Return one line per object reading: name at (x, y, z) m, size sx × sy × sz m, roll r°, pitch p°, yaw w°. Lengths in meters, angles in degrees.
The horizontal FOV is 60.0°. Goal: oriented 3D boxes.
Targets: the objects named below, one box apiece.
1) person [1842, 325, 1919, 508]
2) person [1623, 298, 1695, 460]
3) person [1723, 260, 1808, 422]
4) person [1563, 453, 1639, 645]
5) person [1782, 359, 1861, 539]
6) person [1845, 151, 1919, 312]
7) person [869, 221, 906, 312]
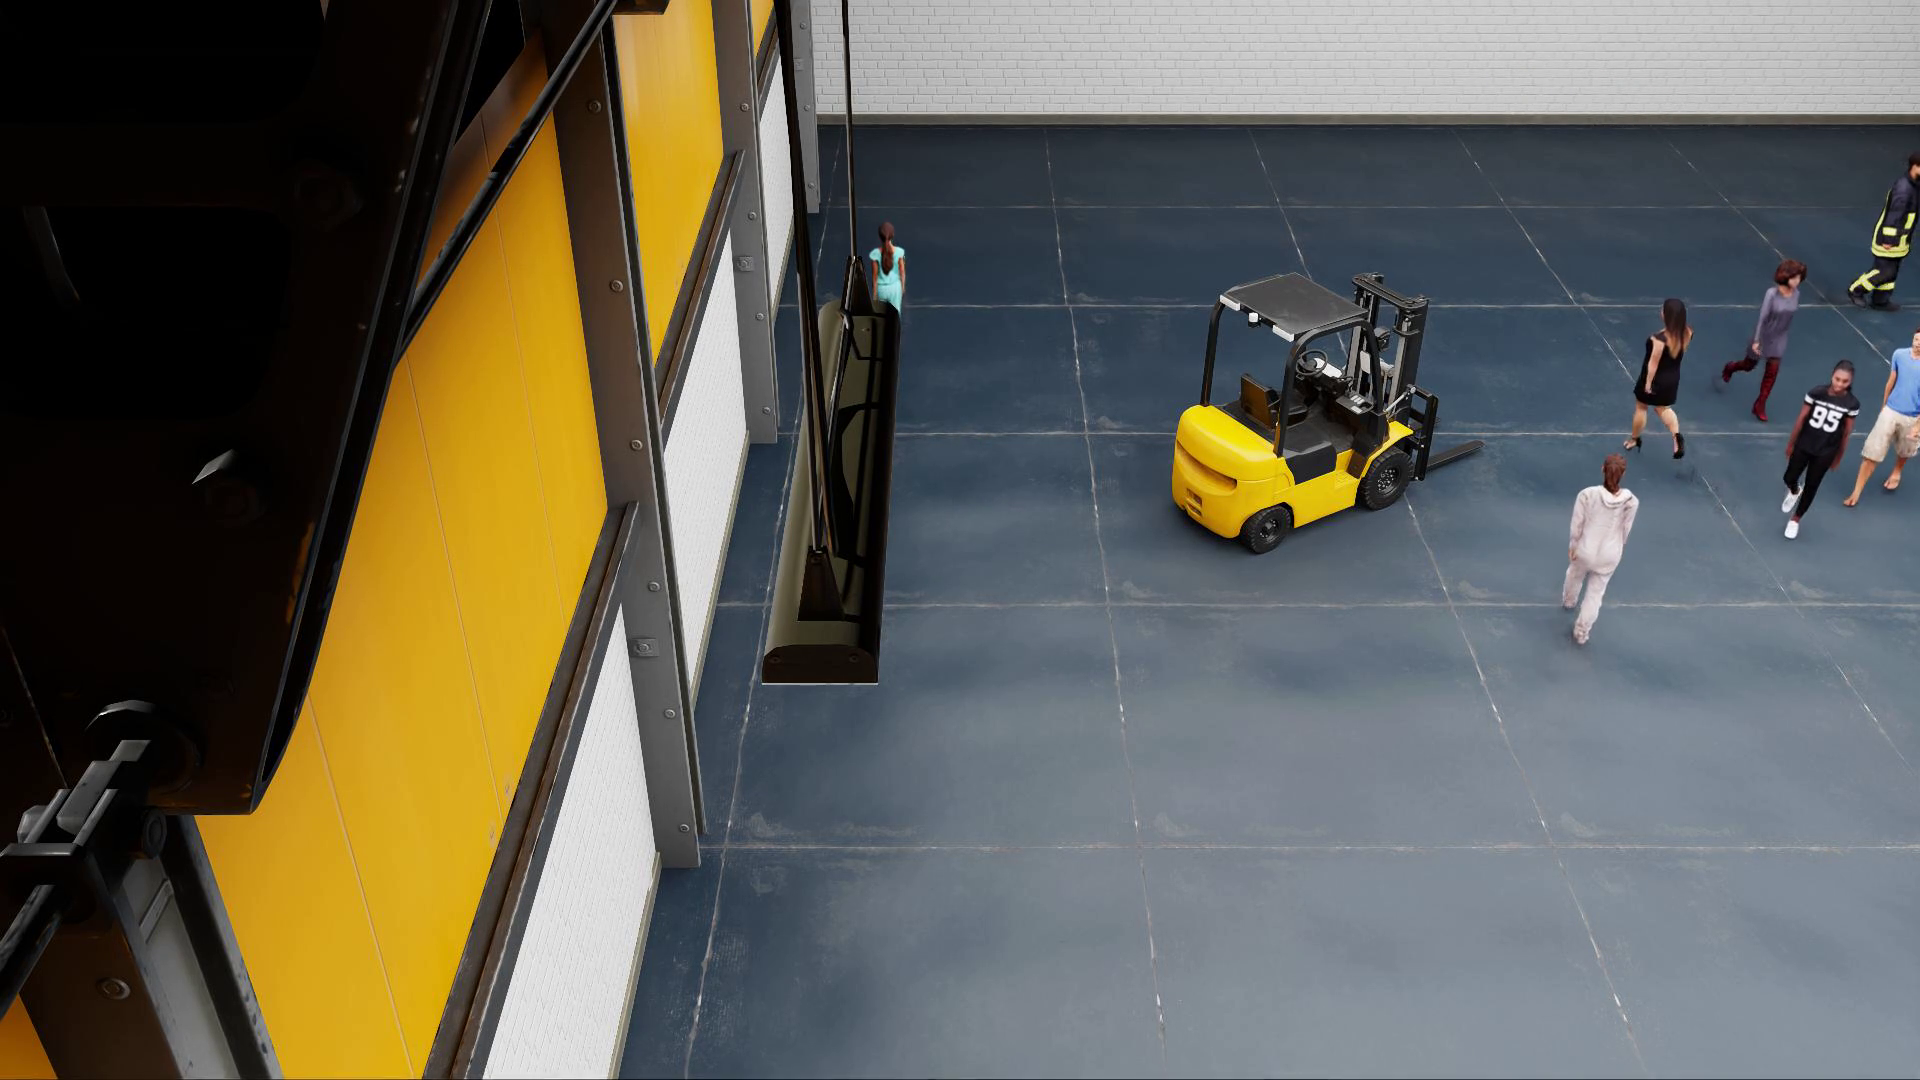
person at (8.866, -1.190, 15.560) m, size 1.185 × 1.801 × 1.293 m, roll 26°, pitch 42°, yaw 34°
person at (6.860, -1.505, 16.129) m, size 0.880 × 1.696 × 1.029 m, roll -15°, pitch 36°, yaw -21°
person at (8.213, -2.085, 17.008) m, size 0.661 × 1.688 × 1.026 m, roll -5°, pitch 34°, yaw -7°
person at (5.253, 0.121, 13.720) m, size 0.853 × 1.655 × 1.044 m, roll 13°, pitch 36°, yaw 19°
person at (7.802, -0.864, 15.141) m, size 0.835 × 1.722 × 0.921 m, roll 20°, pitch 39°, yaw 27°
person at (10.610, -3.536, 18.985) m, size 1.068 × 1.918 × 0.999 m, roll 23°, pitch 40°, yaw 31°
person at (-0.767, -2.664, 18.038) m, size 0.680 × 1.512 × 1.072 m, roll -6°, pitch 34°, yaw -9°
